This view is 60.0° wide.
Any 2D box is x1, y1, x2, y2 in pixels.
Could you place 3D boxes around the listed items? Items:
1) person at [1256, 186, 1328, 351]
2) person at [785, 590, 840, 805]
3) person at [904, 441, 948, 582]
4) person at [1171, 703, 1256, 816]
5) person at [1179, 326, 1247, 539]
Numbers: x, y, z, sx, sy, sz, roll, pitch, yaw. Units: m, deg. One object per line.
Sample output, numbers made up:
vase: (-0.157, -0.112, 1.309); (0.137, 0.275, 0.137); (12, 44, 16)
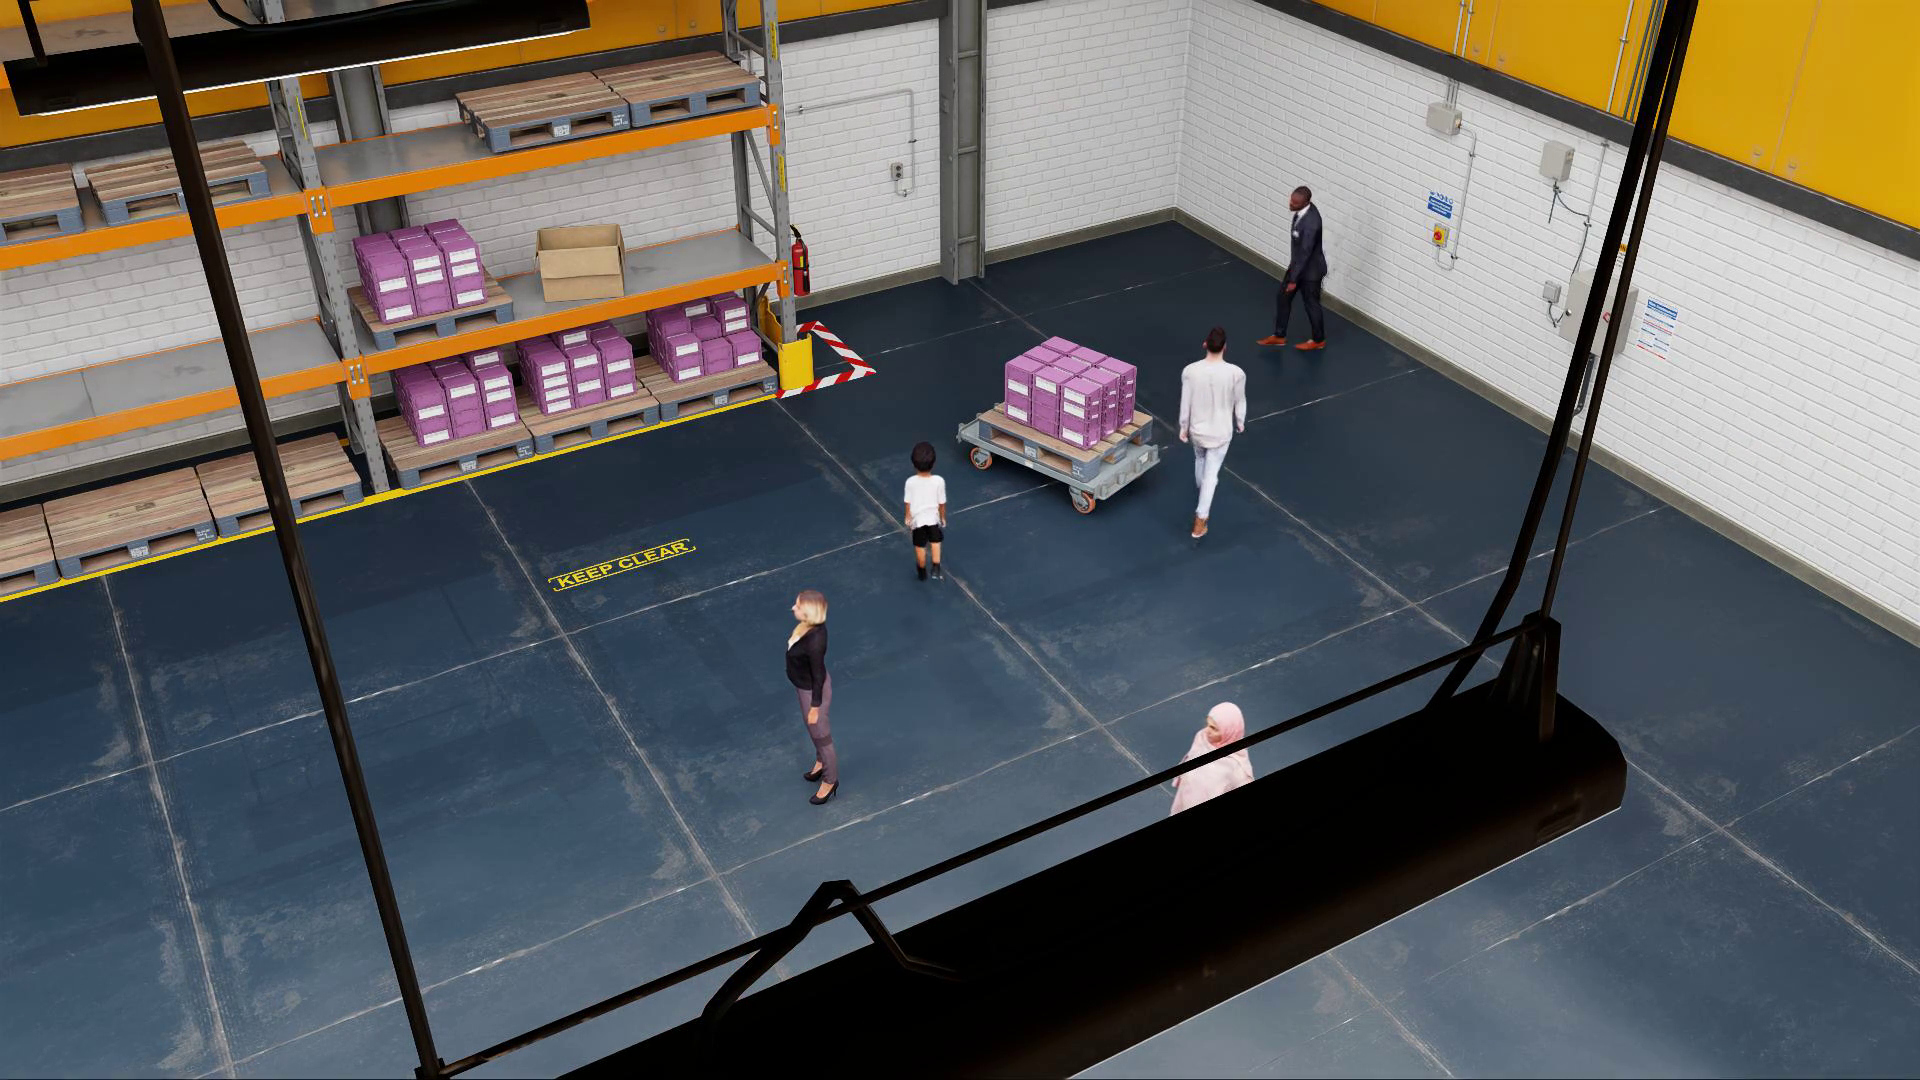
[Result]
person: (3.482, -2.674, 16.454); (1.073, 1.779, 0.959); (2, 34, 3)
person: (-0.947, 1.023, 10.988); (0.633, 1.672, 0.658); (-6, 34, -9)
person: (-0.270, -0.177, 13.174); (0.622, 1.250, 0.652); (-5, 34, -8)
person: (1.487, 1.683, 9.877); (0.569, 1.803, 0.616); (-17, 37, -24)
person: (2.066, -0.867, 13.714); (1.142, 1.802, 1.264); (12, 35, 17)
